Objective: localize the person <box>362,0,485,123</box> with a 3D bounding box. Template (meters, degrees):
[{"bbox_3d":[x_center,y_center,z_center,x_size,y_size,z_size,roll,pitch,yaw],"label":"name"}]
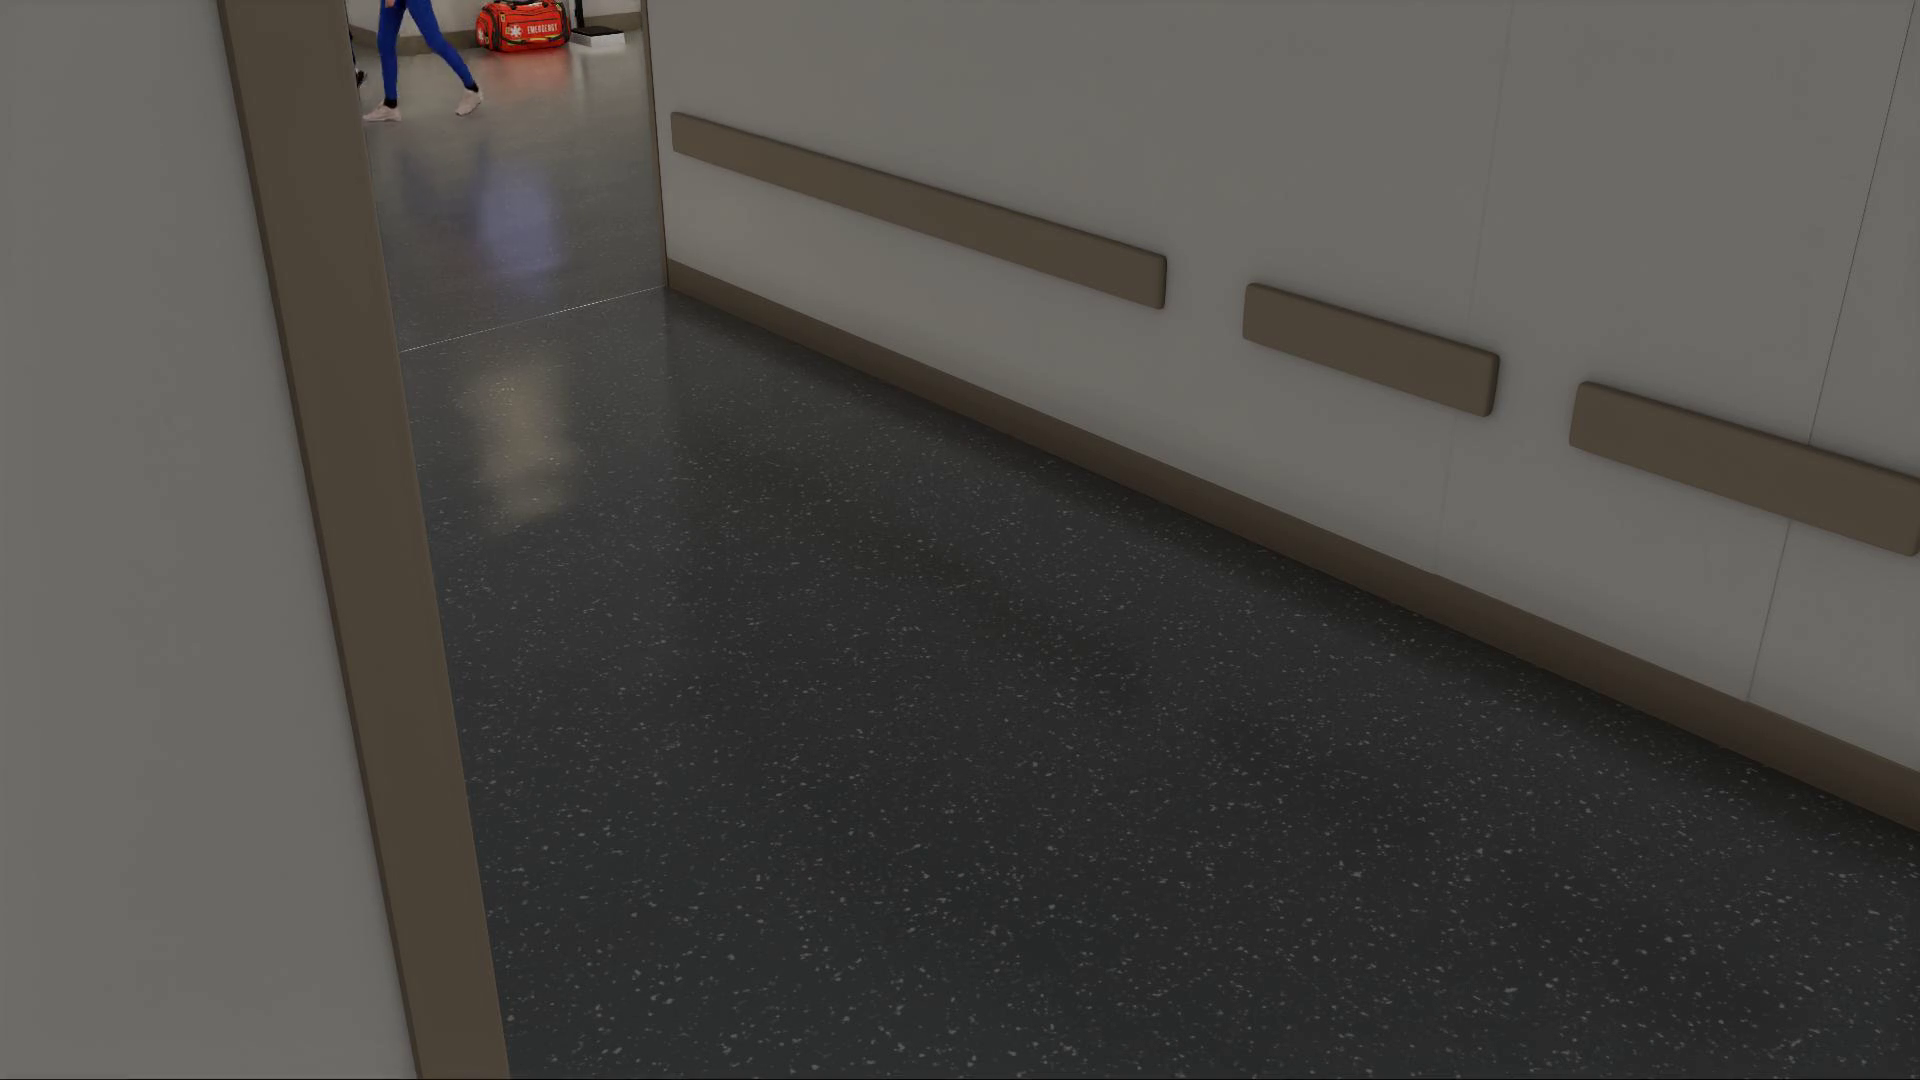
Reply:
[{"bbox_3d":[-3.764,-3.789,11.610,1.101,1.709,0.640,-21,33,-36],"label":"person"}]
